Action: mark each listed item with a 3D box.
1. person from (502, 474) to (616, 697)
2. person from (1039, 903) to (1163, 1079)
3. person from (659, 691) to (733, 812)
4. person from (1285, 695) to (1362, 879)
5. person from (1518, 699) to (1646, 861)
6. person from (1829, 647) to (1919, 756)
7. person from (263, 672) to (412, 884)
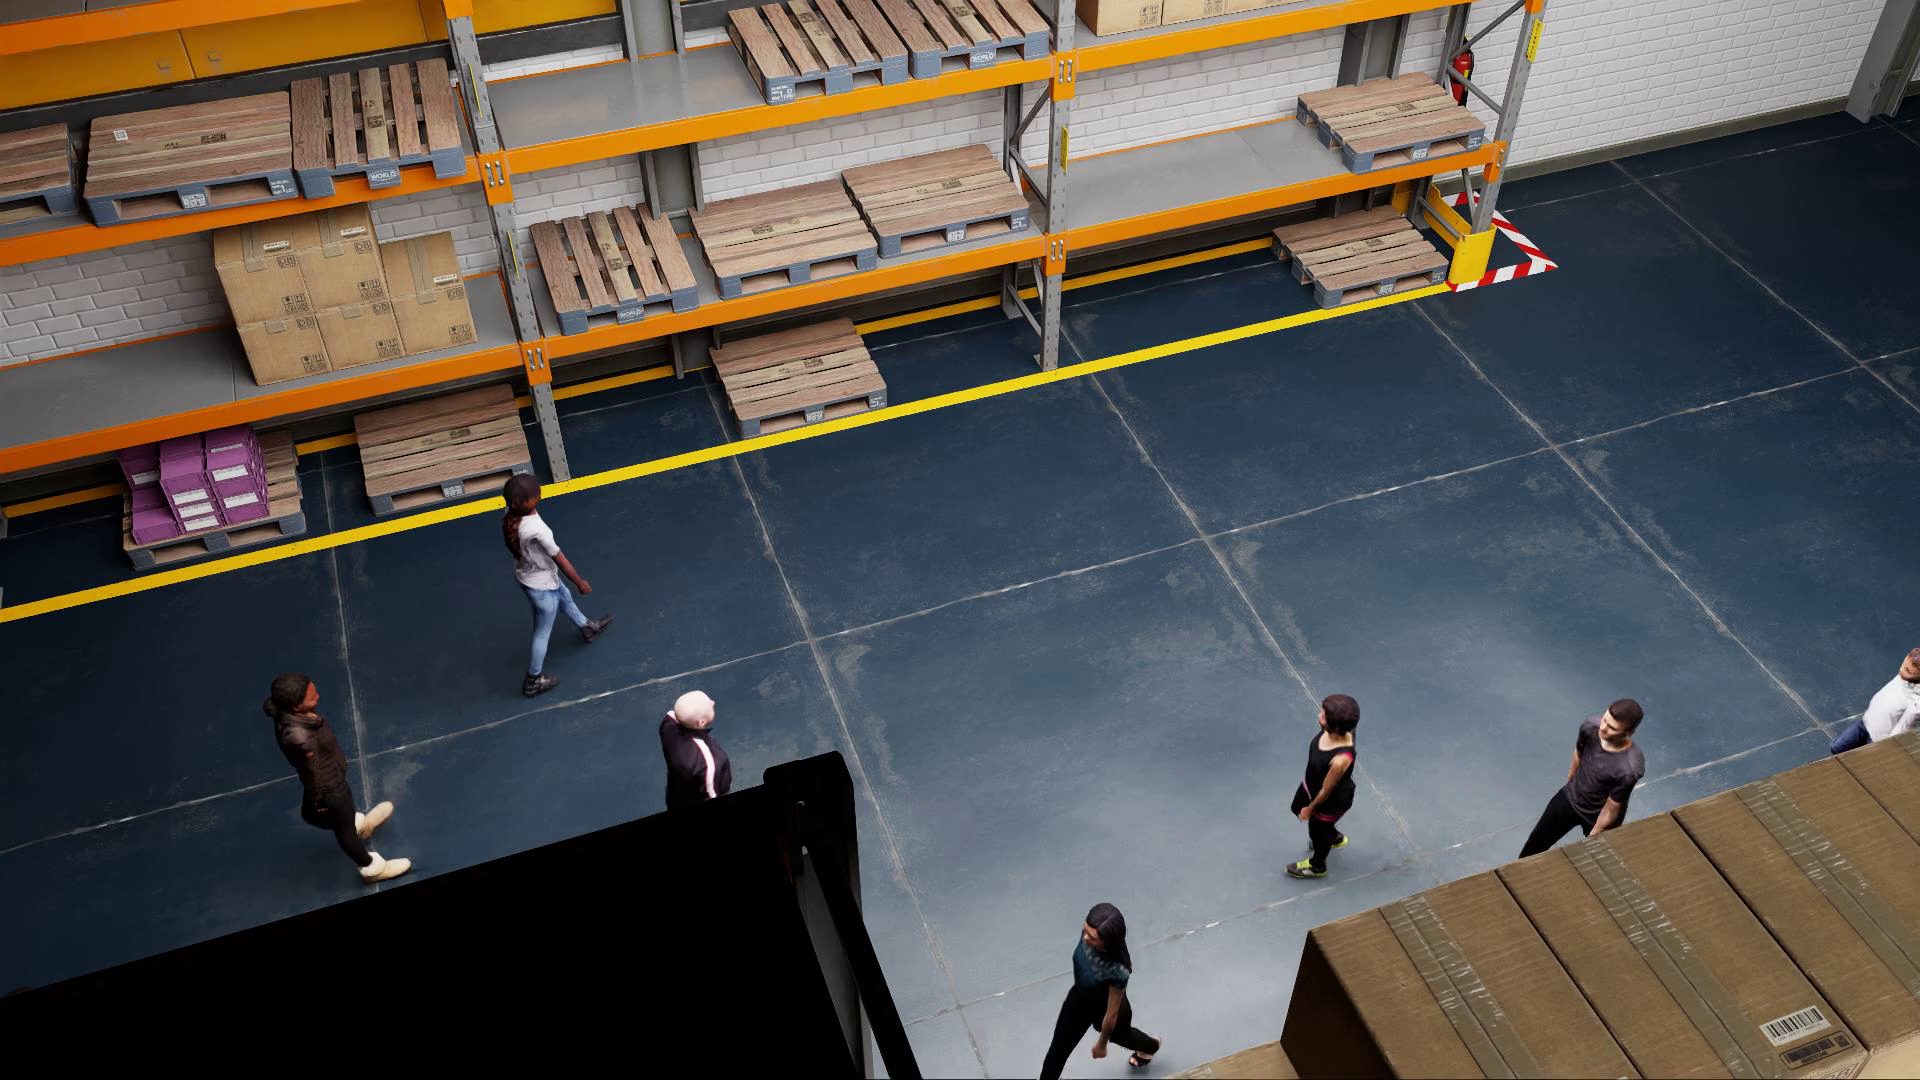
[{"bbox_3d":[-2.736,0.324,10.588,1.117,1.690,0.851,-30,51,-27],"label":"person"},{"bbox_3d":[0.783,2.358,8.456,1.124,1.686,0.665,-19,47,-18],"label":"person"},{"bbox_3d":[-1.527,1.533,9.248,1.315,1.788,1.000,-32,52,-29],"label":"person"},{"bbox_3d":[2.174,1.439,9.525,0.706,1.543,0.641,3,44,3],"label":"person"},{"bbox_3d":[3.610,1.491,9.329,0.923,1.737,0.666,-17,46,-17],"label":"person"},{"bbox_3d":[5.536,1.171,9.809,0.707,1.539,0.656,8,44,9],"label":"person"},{"bbox_3d":[-3.530,1.325,9.561,0.651,1.658,0.753,-14,45,-15],"label":"person"}]
